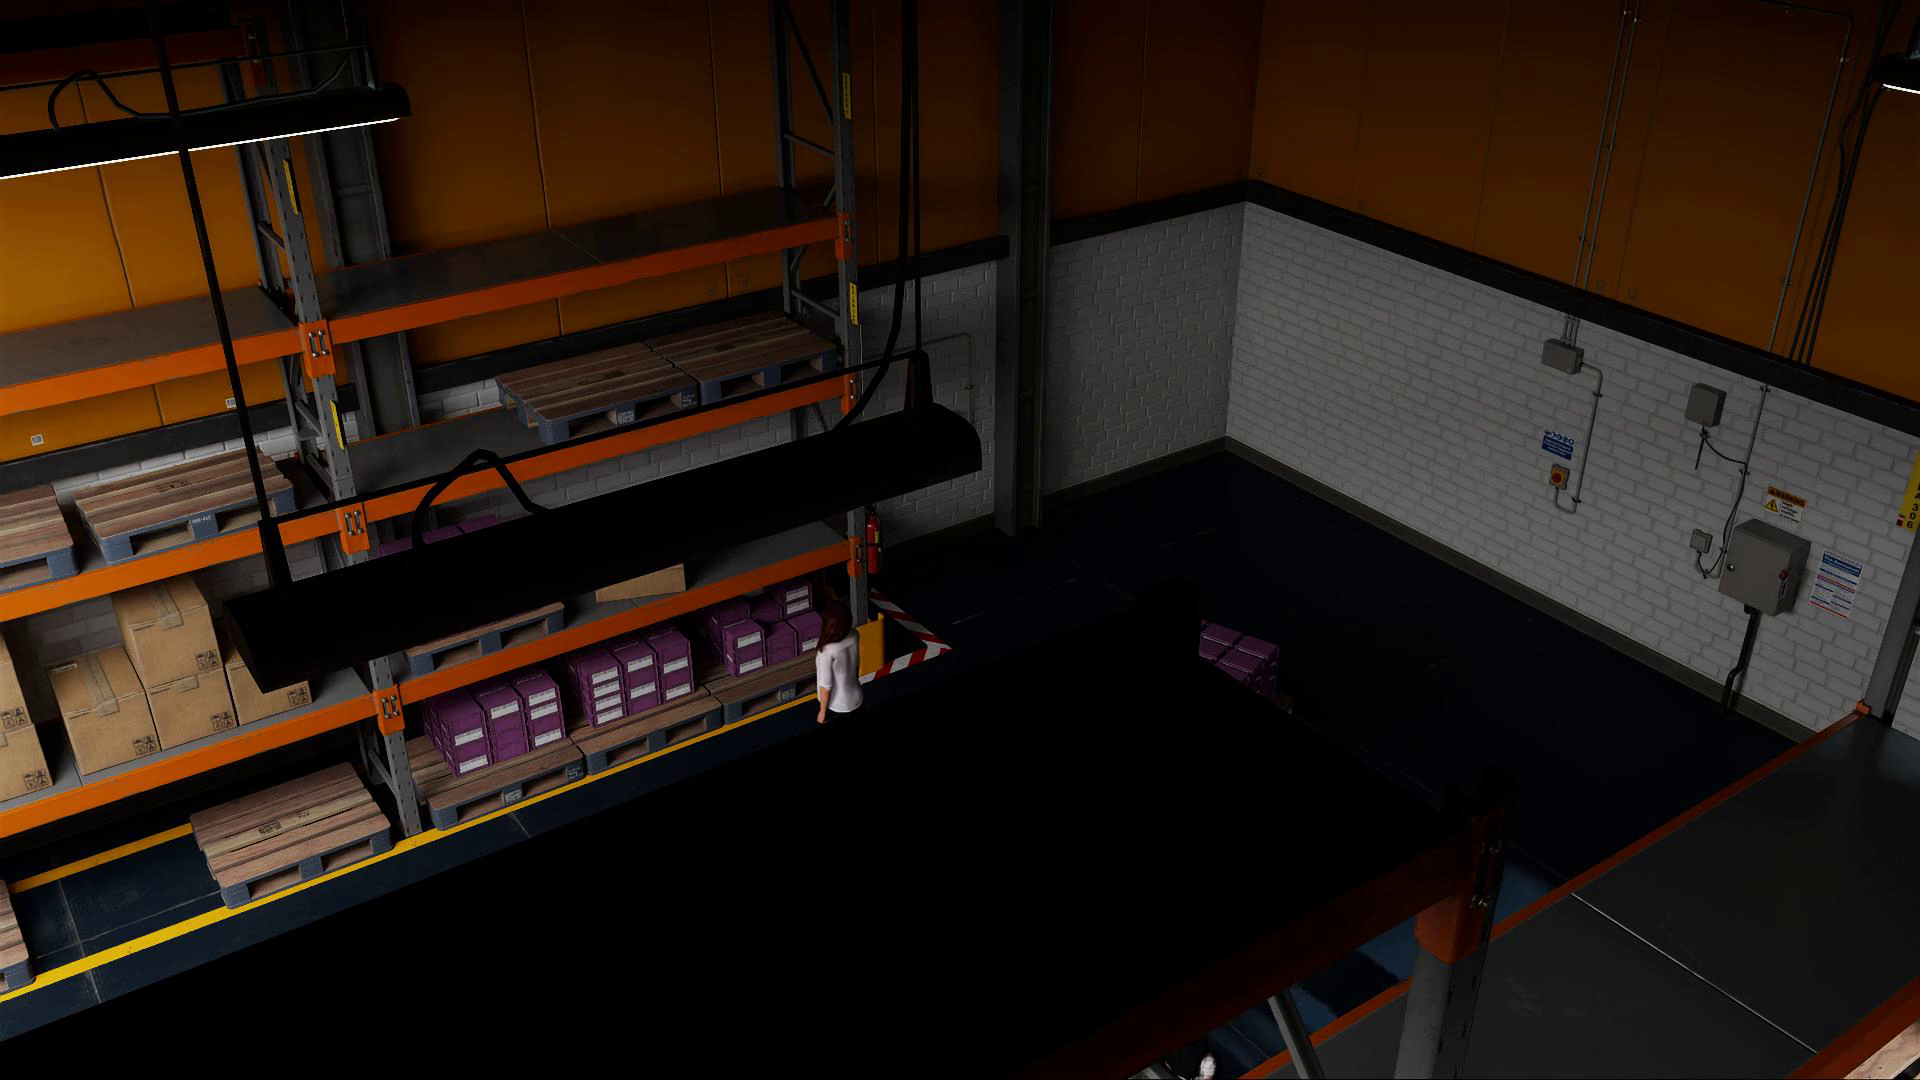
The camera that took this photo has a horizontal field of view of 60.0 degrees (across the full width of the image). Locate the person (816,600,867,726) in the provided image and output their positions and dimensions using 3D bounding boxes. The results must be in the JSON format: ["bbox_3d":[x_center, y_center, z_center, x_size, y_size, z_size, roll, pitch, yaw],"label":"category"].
[{"bbox_3d":[-0.865,1.240,12.485,0.723,1.795,0.563,20,34,32],"label":"person"}]
